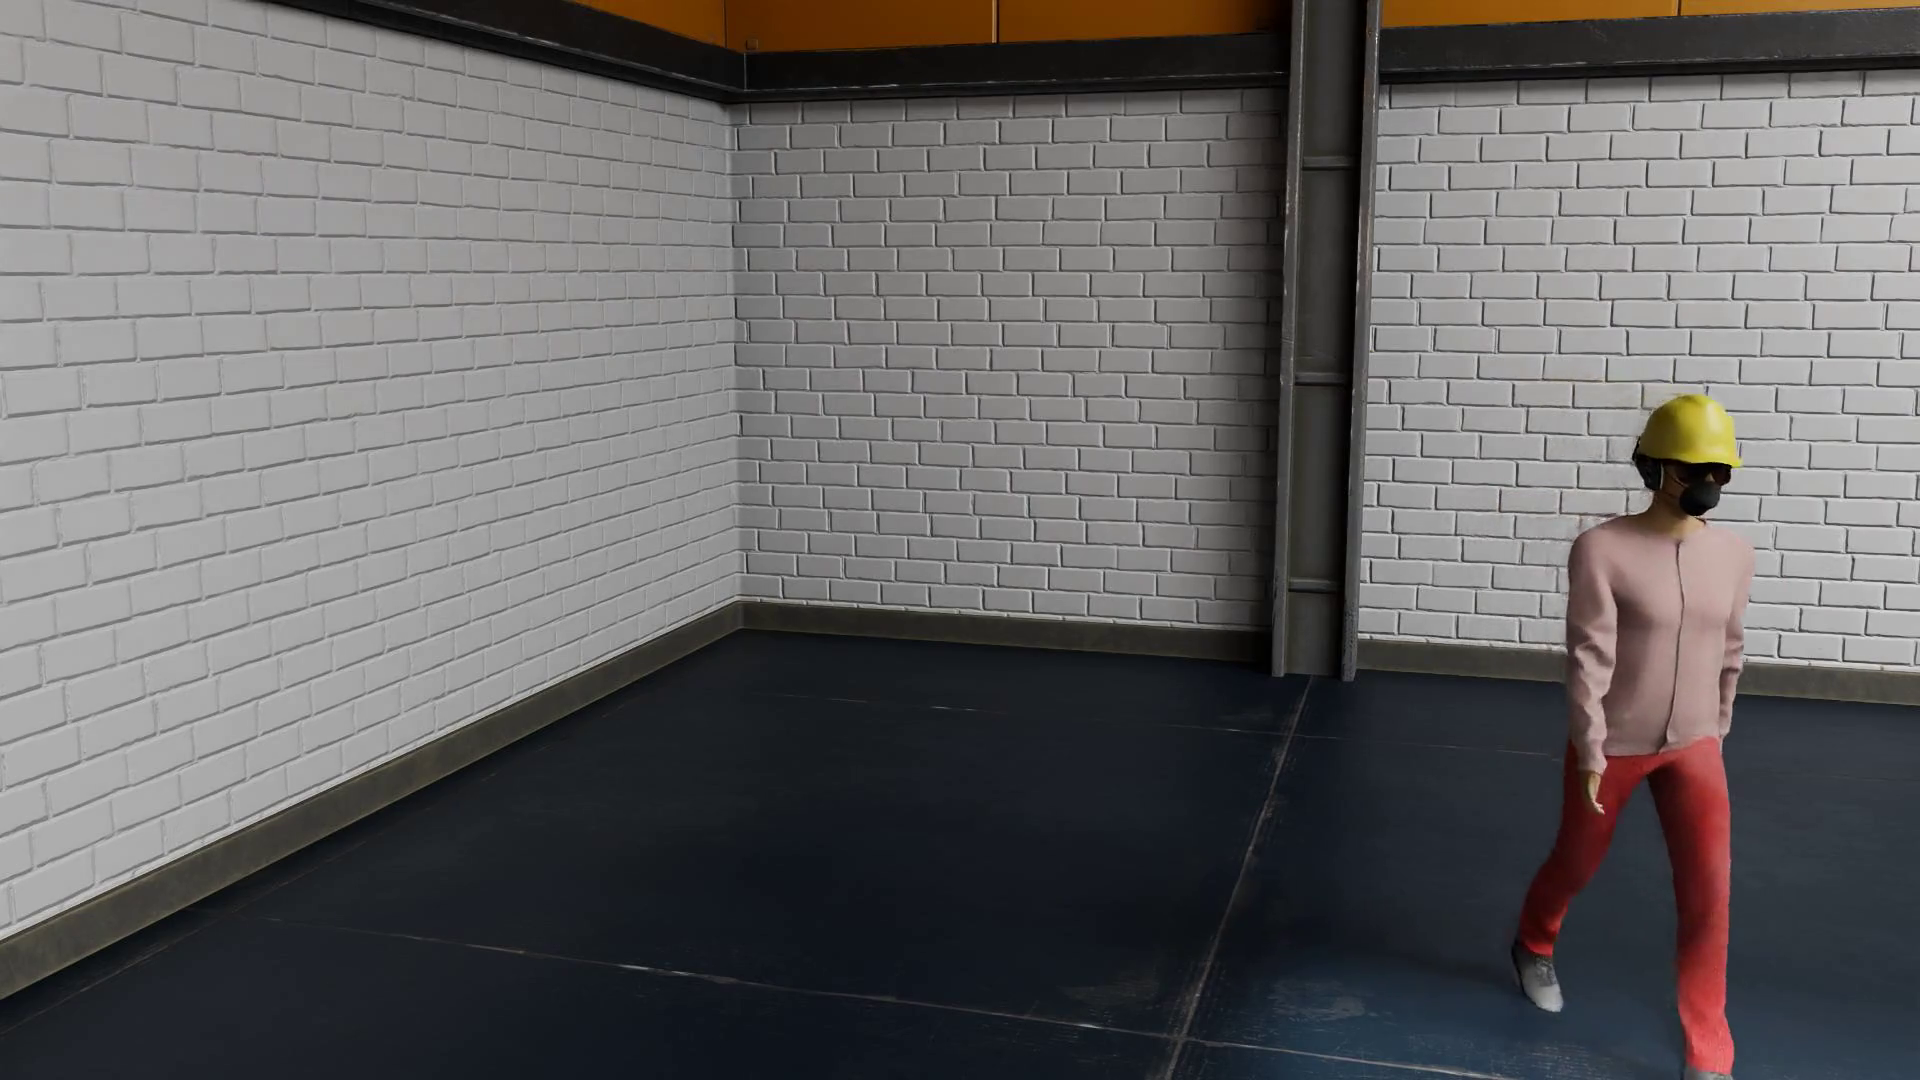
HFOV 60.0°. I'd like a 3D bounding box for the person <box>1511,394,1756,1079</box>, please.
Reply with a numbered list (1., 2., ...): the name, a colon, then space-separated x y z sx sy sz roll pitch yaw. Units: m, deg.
1. person: 1.711 0.480 4.210 0.525 1.725 0.888 -1 9 -7
